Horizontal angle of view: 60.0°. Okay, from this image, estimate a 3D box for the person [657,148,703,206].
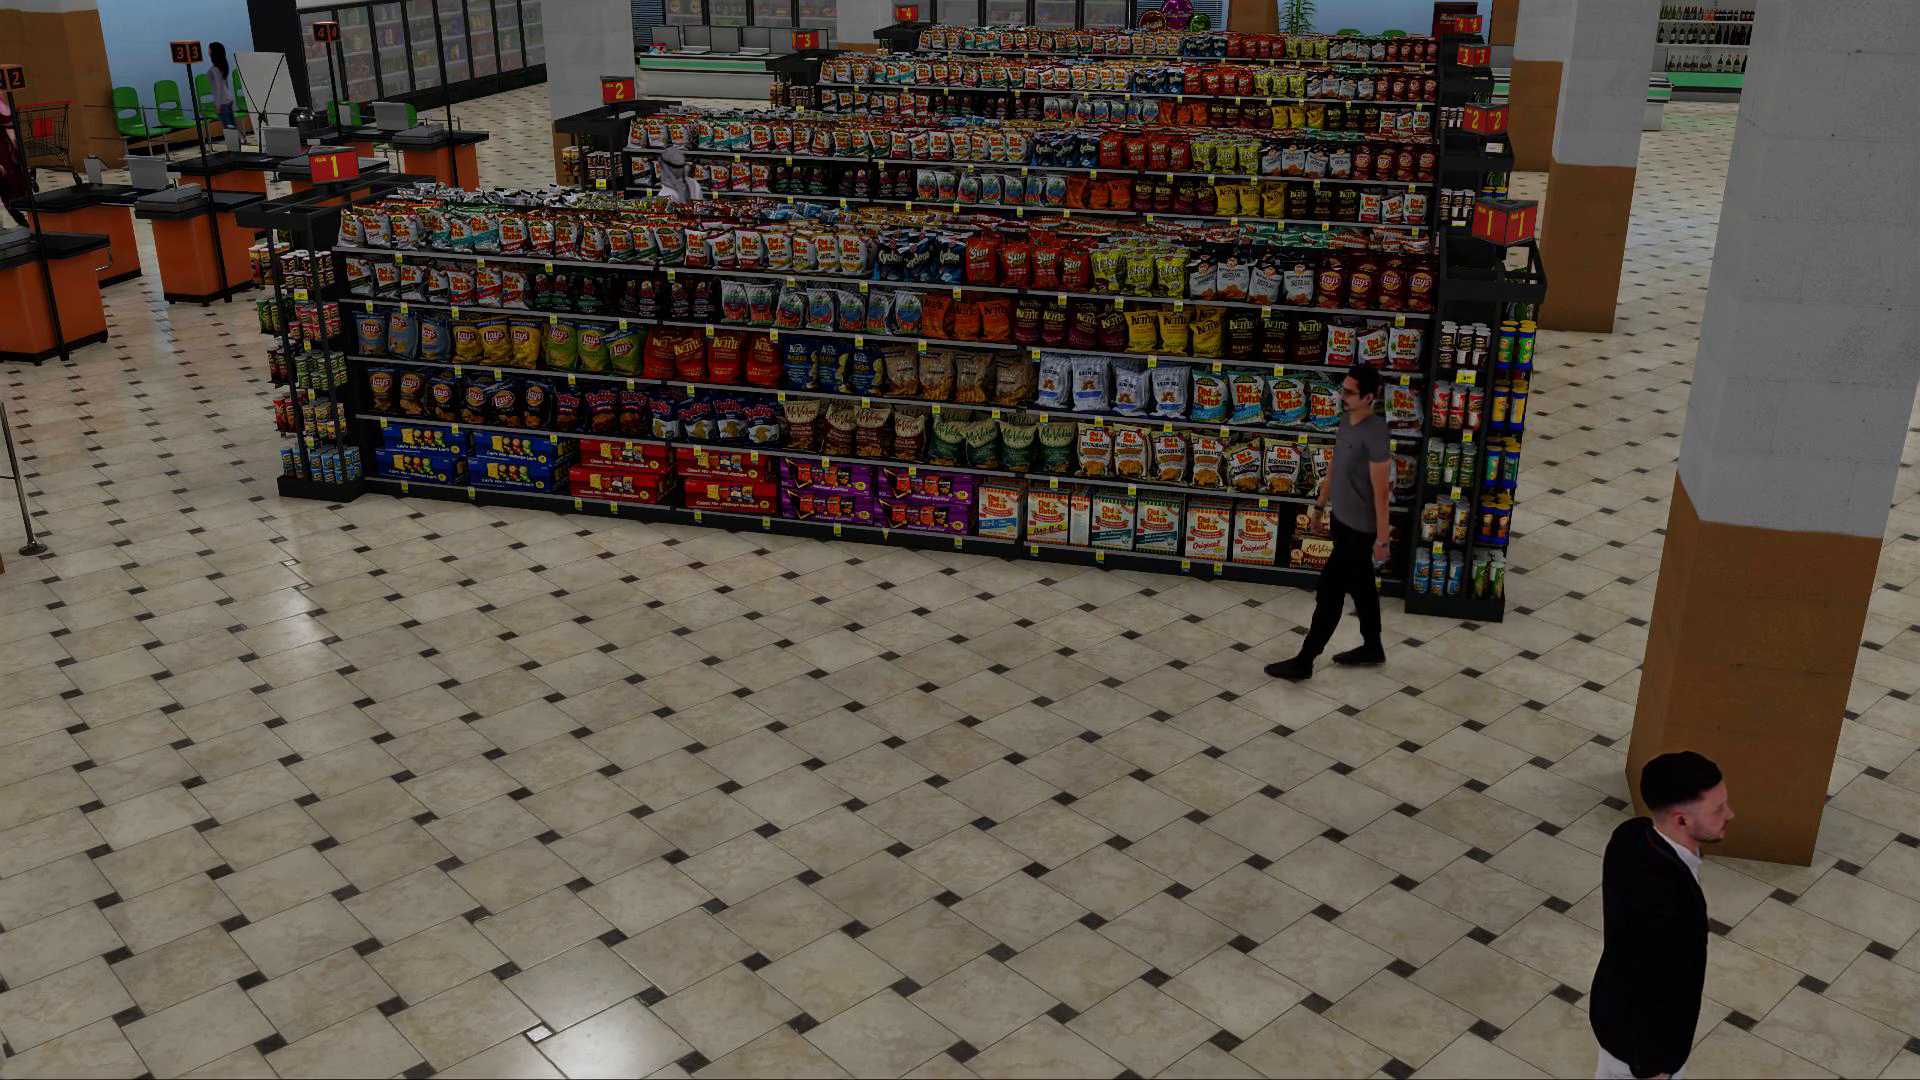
[{"bbox_3d":[-2.386,-2.374,14.194,0.693,1.926,0.742,11,24,25],"label":"person"}]

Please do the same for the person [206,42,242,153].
[{"bbox_3d":[-10.939,-6.514,24.753,0.631,1.735,0.667,-1,22,-3],"label":"person"}]

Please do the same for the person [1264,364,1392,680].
[{"bbox_3d":[2.168,-0.082,8.760,1.093,1.724,0.913,-3,22,-7],"label":"person"}]

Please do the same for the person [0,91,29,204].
[{"bbox_3d":[-12.331,-5.120,21.417,0.633,1.636,0.788,13,25,29],"label":"person"}]

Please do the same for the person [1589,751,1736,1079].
[{"bbox_3d":[1.961,1.425,4.848,0.548,1.844,0.649,5,22,12],"label":"person"}]
